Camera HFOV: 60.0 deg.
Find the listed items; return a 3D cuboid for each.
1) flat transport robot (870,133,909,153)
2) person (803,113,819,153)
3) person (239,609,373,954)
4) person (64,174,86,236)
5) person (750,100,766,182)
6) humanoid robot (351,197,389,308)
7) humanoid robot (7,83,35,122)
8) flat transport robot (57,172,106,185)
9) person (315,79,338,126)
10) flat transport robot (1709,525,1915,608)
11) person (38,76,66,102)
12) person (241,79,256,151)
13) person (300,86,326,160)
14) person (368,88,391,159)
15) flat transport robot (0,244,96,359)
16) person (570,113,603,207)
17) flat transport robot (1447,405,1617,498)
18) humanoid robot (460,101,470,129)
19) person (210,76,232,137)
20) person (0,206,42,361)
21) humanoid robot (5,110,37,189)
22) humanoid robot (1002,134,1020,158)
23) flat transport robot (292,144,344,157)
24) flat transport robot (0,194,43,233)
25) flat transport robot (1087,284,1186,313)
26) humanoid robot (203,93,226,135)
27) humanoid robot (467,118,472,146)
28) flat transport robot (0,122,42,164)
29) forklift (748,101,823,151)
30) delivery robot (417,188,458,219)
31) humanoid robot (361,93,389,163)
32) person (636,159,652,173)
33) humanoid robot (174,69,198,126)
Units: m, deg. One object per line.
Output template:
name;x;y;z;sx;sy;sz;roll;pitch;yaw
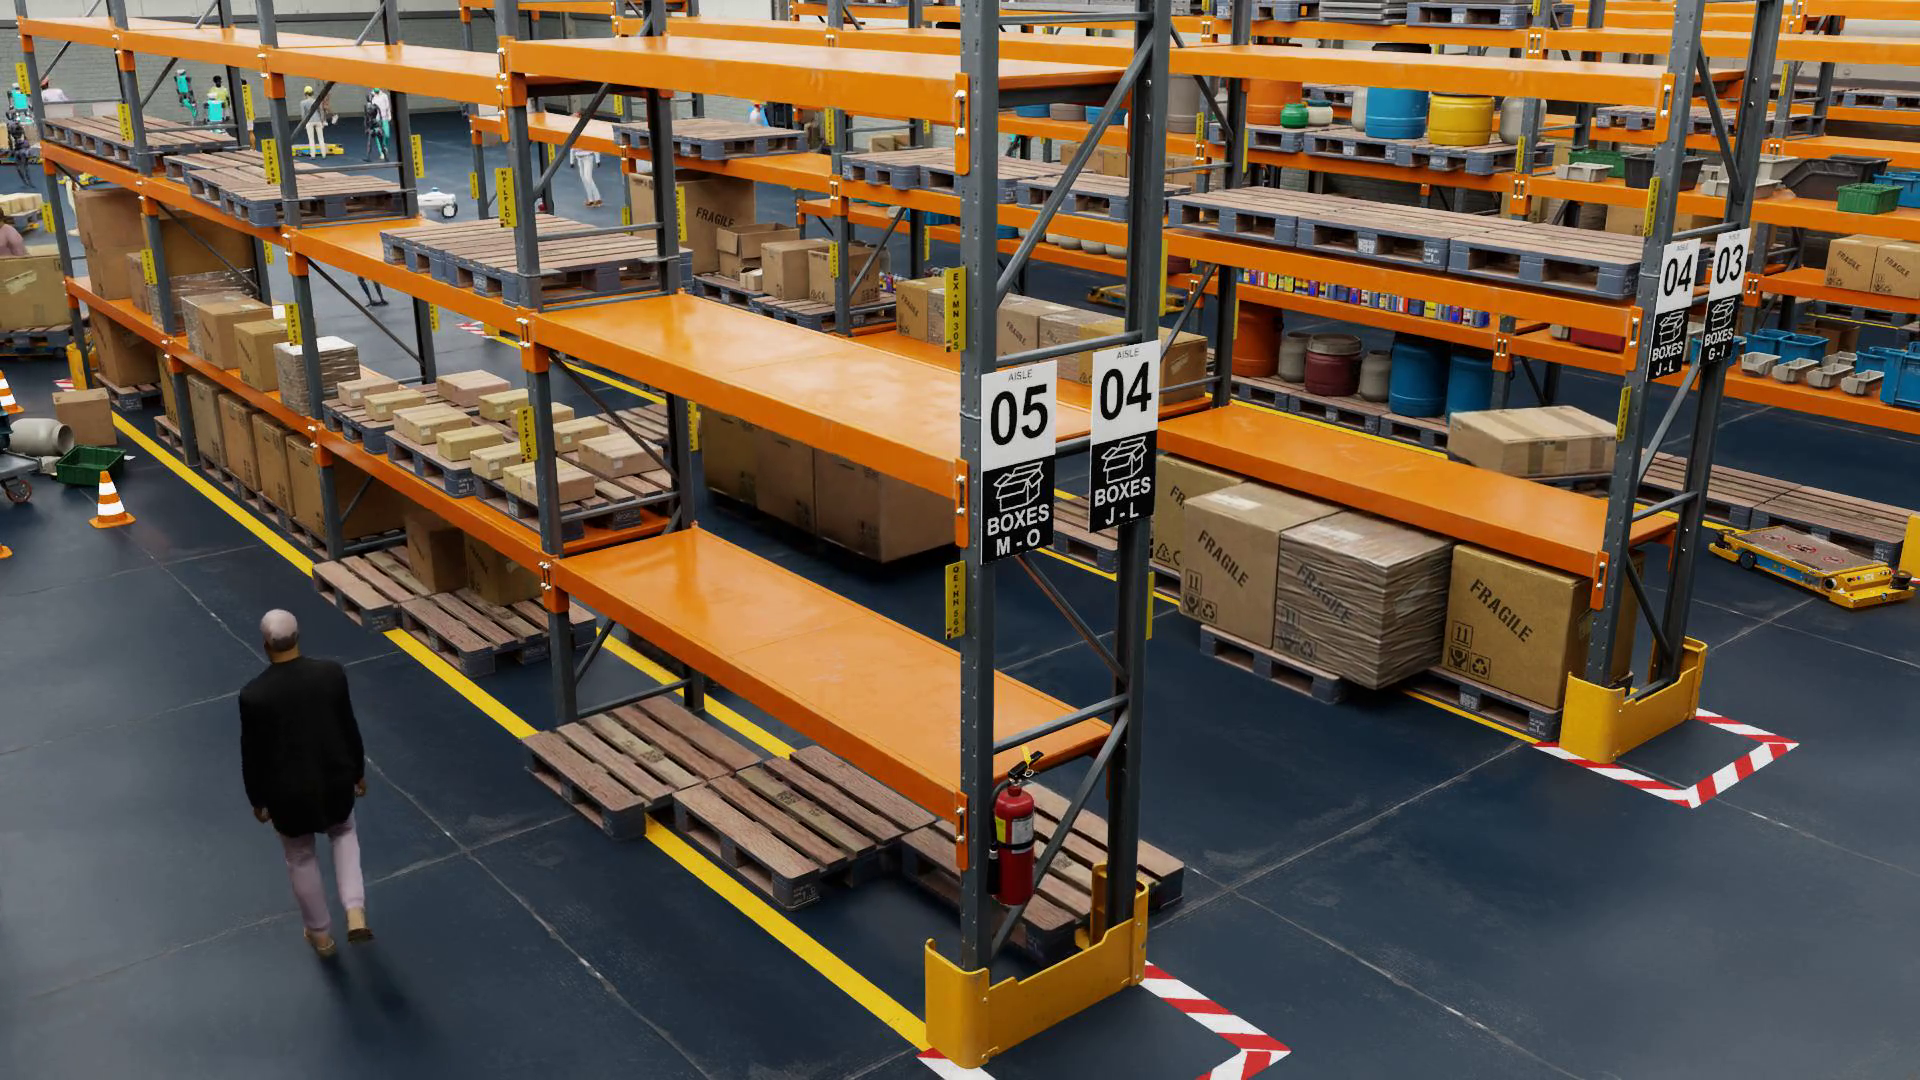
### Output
flat transport robot;-1.503;-8.399;37.839;0.659;0.231;1.431;-5;20;-13
person;-3.298;-8.396;35.623;0.785;1.726;0.560;4;20;12
person;-3.191;1.204;8.129;0.563;1.846;0.444;-13;23;-32
person;-15.855;-6.401;29.720;0.421;1.876;0.536;-14;24;-34
person;-4.324;-8.805;36.584;0.848;1.864;0.575;3;20;7
humanoid robot;-8.400;-4.139;23.585;0.402;1.645;0.592;-7;21;-20
humanoid robot;-23.926;-10.768;42.431;0.534;1.776;0.997;-12;23;-31
flat transport robot;-19.133;-8.026;36.778;0.659;0.231;1.431;9;21;24
person;-18.721;-13.155;48.967;0.529;1.865;0.534;16;25;38
flat transport robot;6.832;0.193;13.386;0.659;0.231;1.431;-8;21;-21
person;-22.329;-10.428;41.041;0.656;1.980;0.715;12;23;30
person;-17.961;-10.670;41.910;0.396;1.856;0.776;-8;21;-22
person;-15.846;-10.215;40.750;0.523;1.767;0.310;-12;23;-31
person;-14.330;-10.406;41.103;0.498;1.903;0.572;-8;21;-21
flat transport robot;-11.527;-2.447;20.902;1.431;0.231;0.659;-2;19;-6
person;-7.433;-7.521;32.944;0.597;1.856;0.470;14;24;34
flat transport robot;5.198;-0.408;15.097;0.659;0.231;1.431;-5;20;-13
humanoid robot;-13.101;-11.550;44.727;0.606;1.628;0.642;2;19;5
person;-20.410;-11.955;45.830;0.633;1.671;0.529;11;22;29
person;-11.686;-3.174;20.456;0.630;1.936;0.360;11;22;28
humanoid robot;-20.163;-8.382;35.668;0.614;1.652;0.309;9;21;24
humanoid robot;0.940;-7.881;34.132;0.749;1.771;0.534;1;19;2
flat transport robot;-16.289;-9.815;41.870;1.431;0.231;0.659;-6;20;-16
flat transport robot;-17.175;-5.575;29.803;0.659;0.231;1.431;-2;19;-6
flat transport robot;2.521;-3.427;23.688;0.659;0.231;1.431;-14;24;-34
humanoid robot;-17.674;-9.614;39.178;0.933;1.811;0.552;14;24;34
humanoid robot;-12.726;-11.179;43.729;0.770;1.653;0.602;-4;20;-12
flat transport robot;-22.719;-9.220;40.175;1.431;0.231;0.659;-7;21;-19
forklift;-4.526;-11.368;42.374;1.129;2.768;1.873;-15;24;-37
delivery robot;-9.998;-6.431;31.812;0.789;0.598;0.499;-4;20;-12
humanoid robot;-14.156;-9.930;40.108;0.583;1.634;0.717;8;21;22
person;-5.256;-5.706;27.661;0.615;1.932;0.832;5;20;15
humanoid robot;-21.805;-12.436;47.151;0.574;1.786;0.874;6;20;17
